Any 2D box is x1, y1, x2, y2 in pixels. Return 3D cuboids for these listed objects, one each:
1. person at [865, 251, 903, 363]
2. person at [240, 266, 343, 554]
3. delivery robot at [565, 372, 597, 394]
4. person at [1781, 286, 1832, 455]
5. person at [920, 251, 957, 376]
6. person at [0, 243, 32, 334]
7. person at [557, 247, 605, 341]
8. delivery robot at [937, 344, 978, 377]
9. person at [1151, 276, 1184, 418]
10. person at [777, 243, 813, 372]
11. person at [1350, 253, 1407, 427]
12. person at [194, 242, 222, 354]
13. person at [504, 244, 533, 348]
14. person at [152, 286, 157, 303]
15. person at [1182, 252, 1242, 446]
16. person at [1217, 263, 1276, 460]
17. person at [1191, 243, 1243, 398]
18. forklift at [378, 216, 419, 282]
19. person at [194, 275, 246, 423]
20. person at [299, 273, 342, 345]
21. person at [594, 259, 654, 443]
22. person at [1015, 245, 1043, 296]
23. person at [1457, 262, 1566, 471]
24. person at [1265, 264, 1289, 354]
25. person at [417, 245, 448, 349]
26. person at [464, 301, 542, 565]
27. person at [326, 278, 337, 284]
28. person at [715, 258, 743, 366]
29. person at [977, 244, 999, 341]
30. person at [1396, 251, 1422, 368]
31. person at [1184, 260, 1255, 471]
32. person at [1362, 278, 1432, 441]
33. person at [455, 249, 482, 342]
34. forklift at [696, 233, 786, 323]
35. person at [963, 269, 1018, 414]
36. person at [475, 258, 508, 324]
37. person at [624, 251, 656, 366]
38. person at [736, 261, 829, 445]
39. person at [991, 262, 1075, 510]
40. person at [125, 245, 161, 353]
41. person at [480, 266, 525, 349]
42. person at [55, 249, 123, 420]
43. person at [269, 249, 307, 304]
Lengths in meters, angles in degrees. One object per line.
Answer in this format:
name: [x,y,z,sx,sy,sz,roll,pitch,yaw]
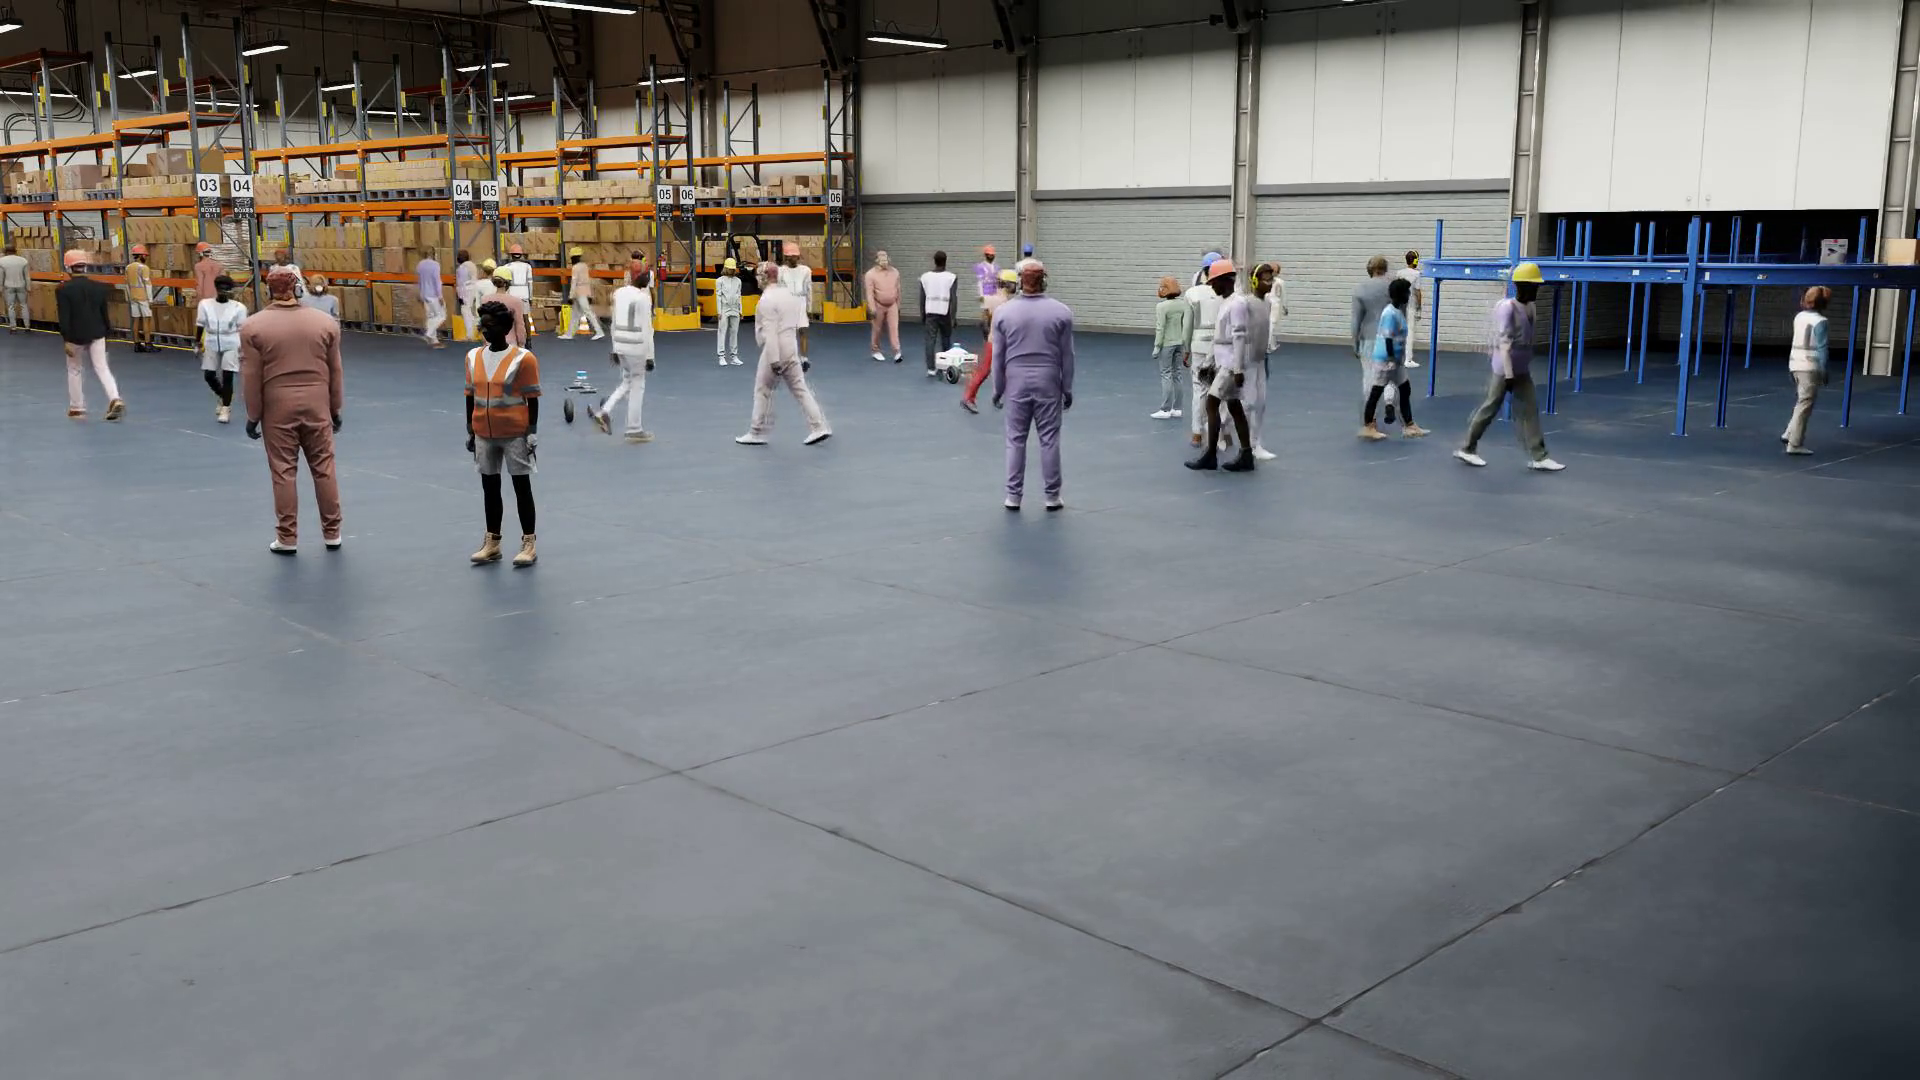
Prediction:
person: [-1.275,-3.898,27.838,0.659,1.848,1.023,-5,11,-24]
person: [-4.457,-0.866,11.130,0.640,1.904,0.401,-7,12,-33]
delivery robot: [-4.368,-1.832,19.225,0.335,0.223,0.698,-4,11,-23]
person: [8.193,-1.630,16.044,0.384,1.624,0.539,0,10,0]
person: [-0.323,-3.438,25.260,0.605,1.872,0.987,3,11,14]
person: [-20.313,-5.398,35.745,0.635,1.936,0.354,-8,13,-38]
person: [-7.664,-4.974,33.630,1.006,1.875,0.599,1,10,5]
delivery robot: [-0.046,-2.610,24.178,0.477,0.478,0.707,-6,12,-30]
person: [2.429,-2.236,19.326,0.286,1.636,0.500,10,14,43]
person: [-2.574,-3.600,25.807,0.634,1.982,1.062,-3,11,-14]
person: [4.608,-2.186,18.284,0.642,1.917,0.558,0,10,0]
person: [-13.396,-4.309,29.649,0.396,1.992,0.623,3,11,18]
person: [-8.296,-4.563,31.198,0.552,1.933,0.371,-7,13,-35]
person: [-21.853,-6.993,44.811,0.609,1.799,0.511,-7,12,-32]
person: [2.538,-1.915,16.751,0.603,1.938,0.401,1,10,7]
person: [2.737,-1.707,15.856,0.601,1.852,0.528,9,14,40]
person: [3.213,-2.731,21.036,0.762,2.000,0.538,8,13,39]
forklift: [-17.868,-9.201,54.028,1.873,2.768,1.129,-10,14,-44]
person: [-8.379,-2.179,18.896,0.595,1.666,0.487,-2,11,-9]
person: [-8.378,-2.682,21.798,0.506,1.622,0.529,-5,11,-24]
person: [-3.396,-1.923,16.981,0.525,1.870,0.603,-10,14,-44]
person: [1.464,-5.277,35.197,0.631,1.892,0.999,0,10,2]
person: [5.007,-1.579,15.114,0.607,1.874,1.002,-10,14,-43]
person: [5.641,-4.151,29.874,0.537,1.587,0.874,8,13,37]
person: [-9.836,-4.523,30.991,0.664,1.928,0.410,8,13,38]
person: [-2.946,-0.683,10.692,0.541,1.695,0.315,3,11,16]
person: [-17.790,-7.439,47.135,0.430,1.845,0.619,-2,11,-11]
person: [-3.760,-3.731,27.211,0.483,1.735,0.311,-9,14,-39]
person: [0.564,-5.014,33.686,0.550,1.926,0.516,-9,14,-42]
person: [7.238,-3.726,26.850,0.312,1.864,0.511,-8,13,-38]
person: [2.332,-1.570,15.017,0.781,1.882,0.576,0,10,2]
person: [4.530,-1.843,17.075,0.796,1.658,0.553,5,12,26]
person: [-9.889,-4.895,33.298,0.444,1.827,0.645,2,11,9]
forklift: [-5.496,-6.489,41.108,2.313,2.155,1.214,-10,14,-44]
person: [0.458,-2.356,19.778,0.937,1.712,0.543,6,12,32]
person: [-7.249,-3.480,25.770,0.543,1.751,0.523,1,10,5]
person: [-5.177,-3.738,26.917,0.517,1.857,0.328,-4,11,-19]
person: [-1.778,-1.889,16.858,0.958,1.867,0.649,4,11,22]
person: [0.567,-1.185,12.857,0.649,1.906,0.403,1,10,3]
person: [-14.851,-4.378,30.192,0.548,1.934,0.376,4,11,23]
person: [-5.232,-2.250,19.076,0.517,1.757,0.336,1,10,7]
person: [-9.991,-2.344,19.060,0.972,1.966,0.619,8,13,37]
person: [-12.589,-4.516,31.193,0.723,1.827,0.972,-1,10,-6]
